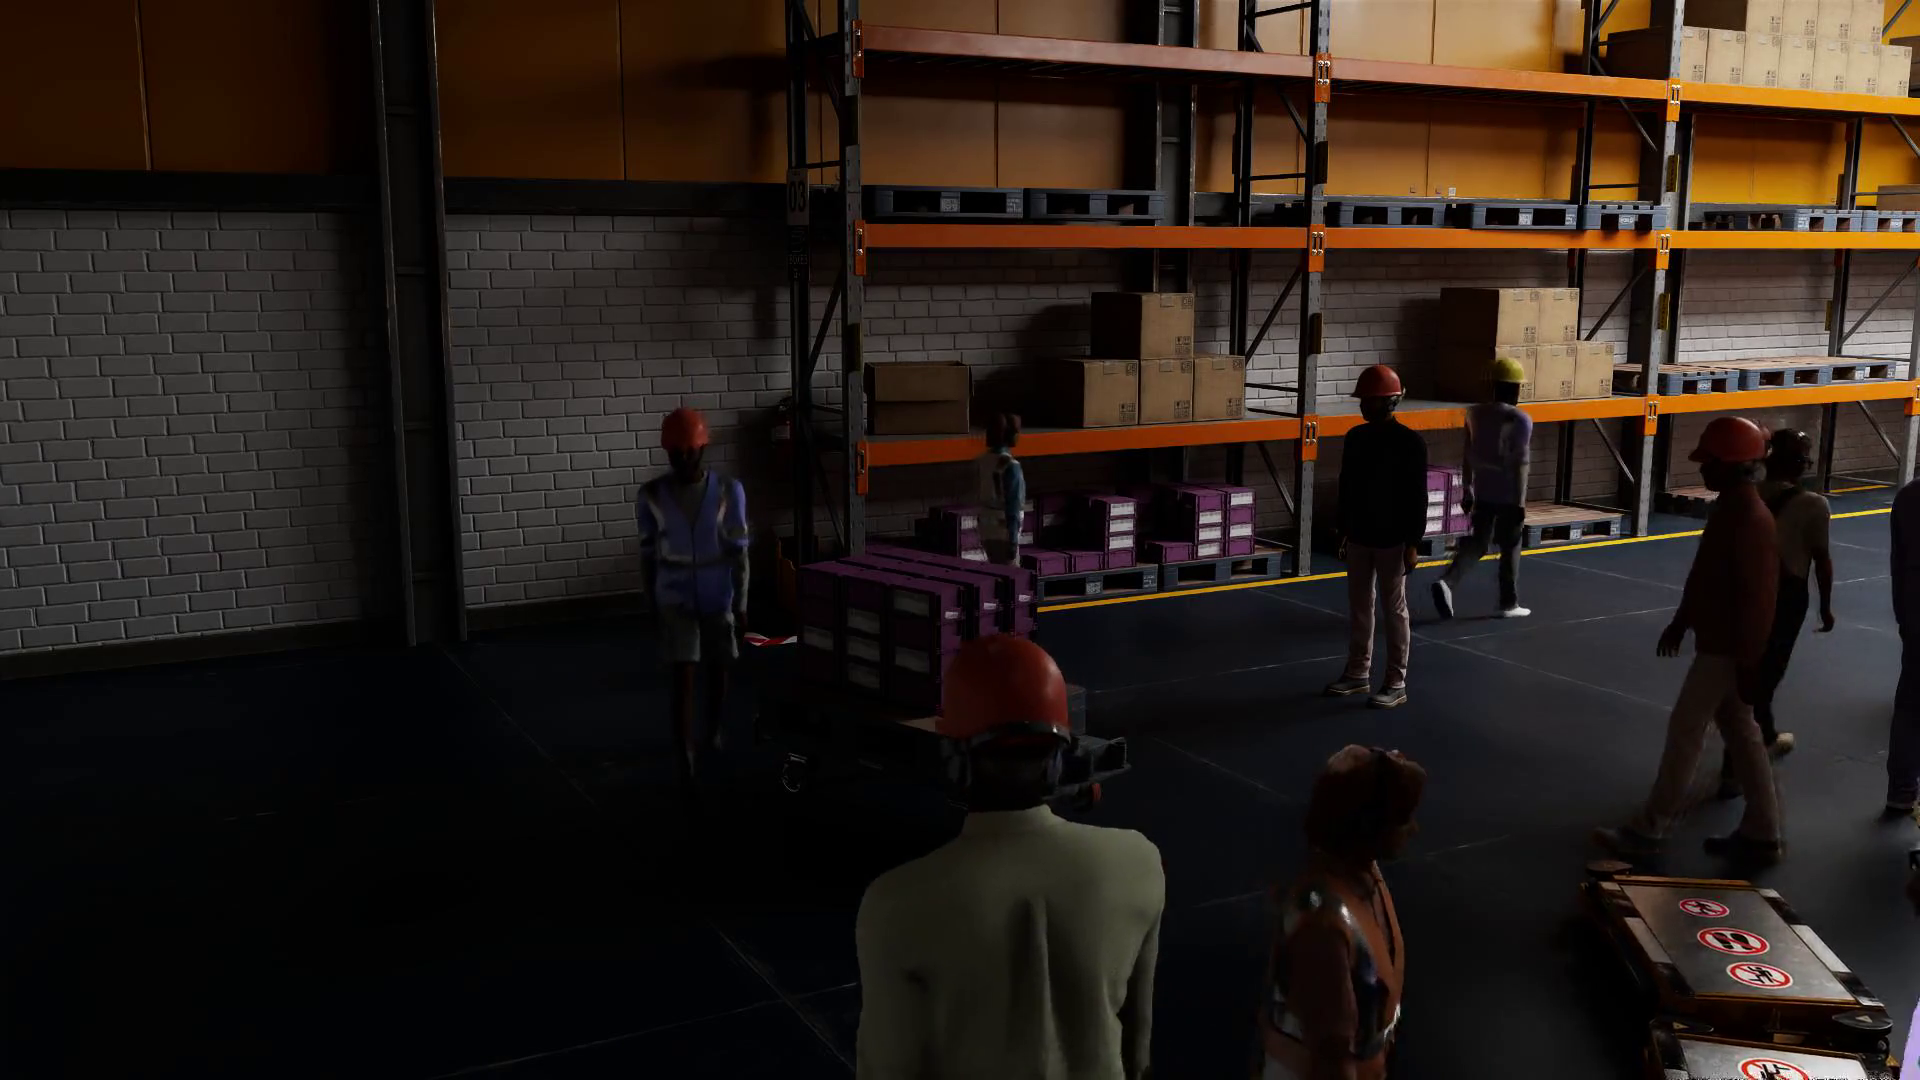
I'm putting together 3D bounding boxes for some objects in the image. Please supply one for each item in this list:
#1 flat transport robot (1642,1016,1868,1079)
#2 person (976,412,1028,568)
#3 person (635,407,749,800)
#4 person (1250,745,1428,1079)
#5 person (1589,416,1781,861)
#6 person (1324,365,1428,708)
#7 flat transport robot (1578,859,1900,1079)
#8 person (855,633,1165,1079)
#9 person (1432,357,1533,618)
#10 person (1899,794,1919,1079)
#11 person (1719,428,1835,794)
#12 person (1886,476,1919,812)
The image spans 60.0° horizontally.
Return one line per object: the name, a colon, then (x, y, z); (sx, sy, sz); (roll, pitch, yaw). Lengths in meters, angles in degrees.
flat transport robot: (2.314, 1.730, 4.576); (0.652, 0.197, 1.431); (3, 10, 16)
person: (0.205, -0.022, 10.787); (0.610, 1.618, 0.522); (-4, 11, -21)
person: (-1.333, 0.265, 8.334); (0.543, 1.907, 0.891); (-2, 10, -10)
person: (0.802, 1.230, 3.560); (0.441, 1.620, 0.538); (5, 11, 27)
person: (3.225, 0.439, 7.199); (0.820, 1.961, 0.648); (3, 10, 19)
person: (2.421, -0.021, 9.694); (0.397, 1.992, 0.623); (-7, 12, -33)
flat transport robot: (2.723, 1.490, 5.953); (0.652, 0.197, 1.431); (1, 10, 7)
person: (0.080, 1.135, 3.094); (0.621, 1.969, 0.601); (-3, 10, -16)
person: (3.778, -0.350, 11.865); (0.781, 1.905, 0.590); (-5, 11, -28)
person: (1.575, 1.274, 2.769); (0.852, 1.811, 0.574); (4, 11, 22)
person: (4.041, 0.336, 8.291); (0.967, 1.786, 0.494); (-7, 12, -35)
person: (4.586, 0.378, 7.654); (0.409, 1.908, 0.640); (-3, 10, -15)
